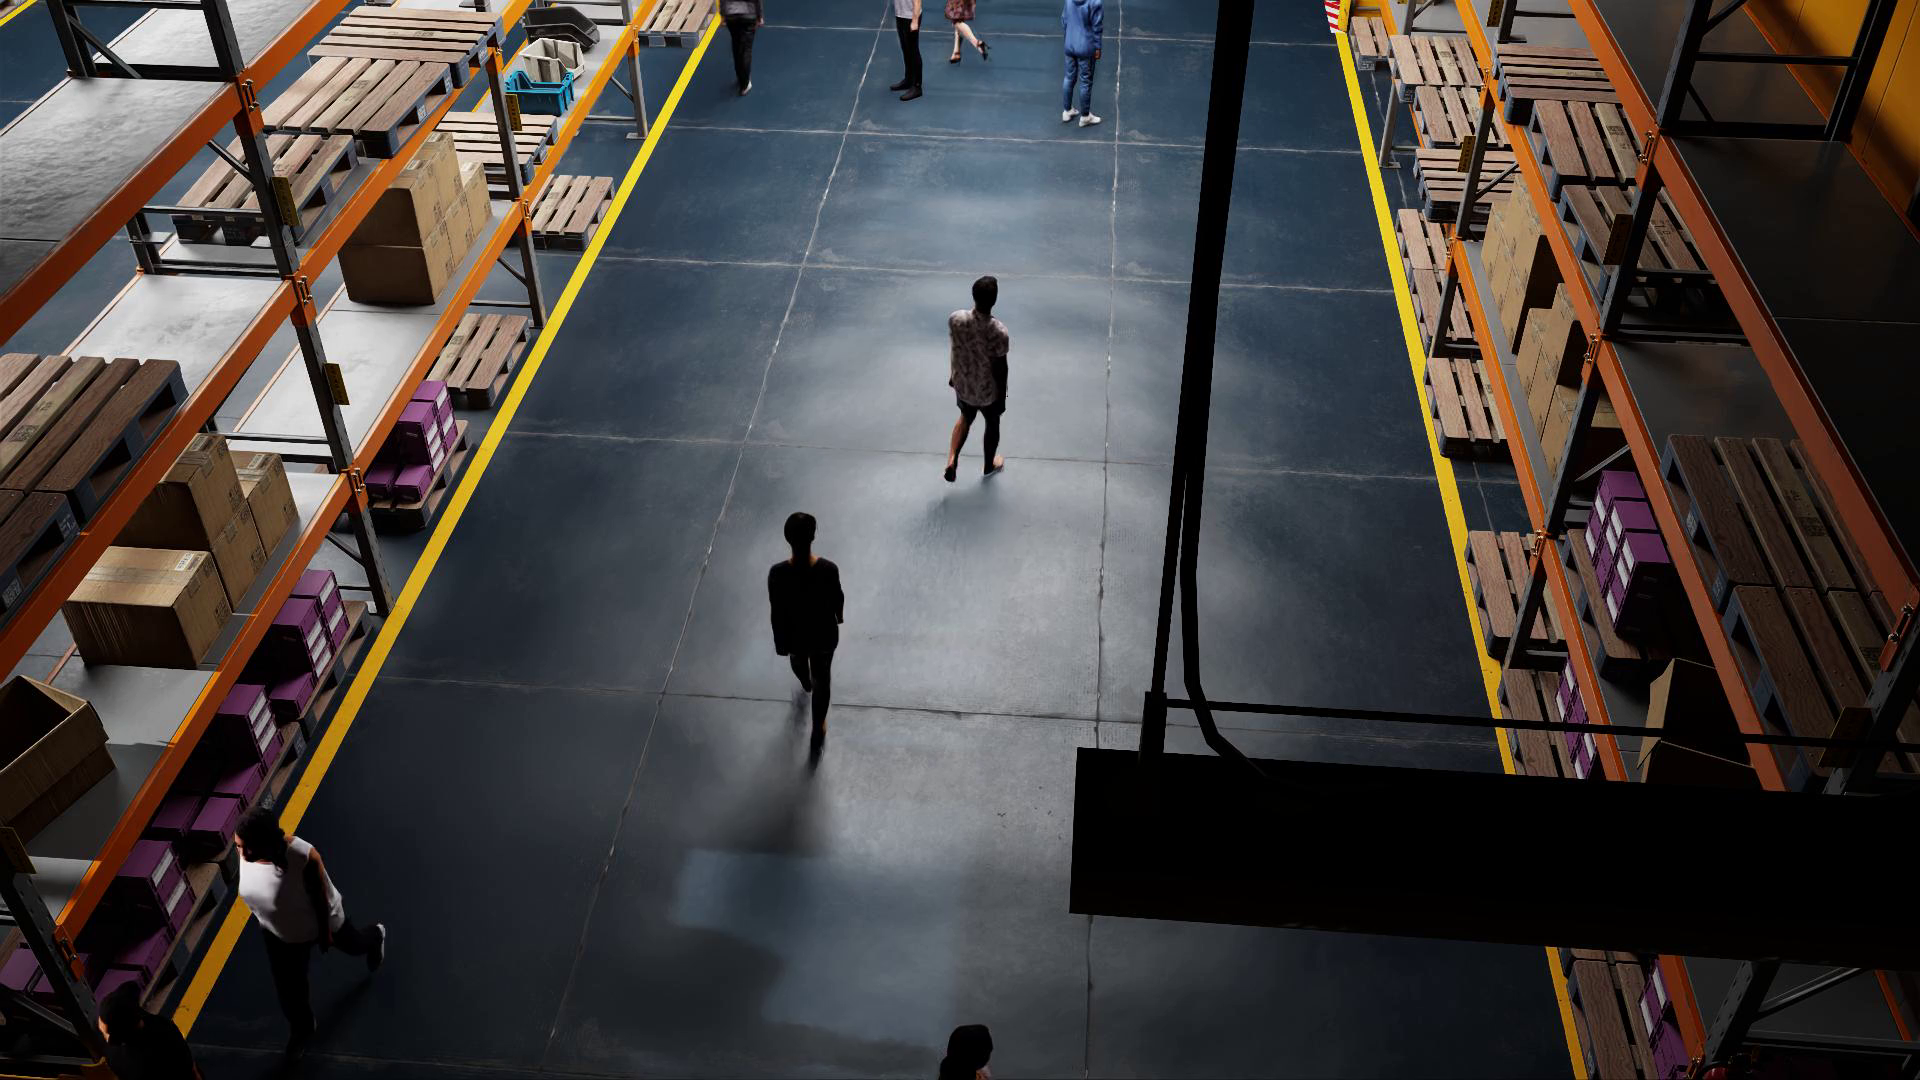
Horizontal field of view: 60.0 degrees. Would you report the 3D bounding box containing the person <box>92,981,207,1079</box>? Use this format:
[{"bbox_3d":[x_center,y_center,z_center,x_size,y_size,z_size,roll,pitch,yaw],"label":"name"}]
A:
[{"bbox_3d":[-3.834,2.639,8.131,0.767,1.734,0.906,14,41,16],"label":"person"}]

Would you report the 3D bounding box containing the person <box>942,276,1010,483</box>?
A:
[{"bbox_3d":[0.105,-1.191,12.878,0.879,1.796,1.009,19,42,22],"label":"person"}]

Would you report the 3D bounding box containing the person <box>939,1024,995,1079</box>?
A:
[{"bbox_3d":[-0.068,2.876,7.827,0.944,1.743,0.989,-16,41,-19],"label":"person"}]

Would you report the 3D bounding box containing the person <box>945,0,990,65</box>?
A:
[{"bbox_3d":[0.070,-6.293,19.296,0.997,1.759,1.046,-29,47,-31],"label":"person"}]

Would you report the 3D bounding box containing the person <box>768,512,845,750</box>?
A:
[{"bbox_3d":[-0.974,0.624,10.702,0.684,1.675,1.063,0,39,0],"label":"person"}]

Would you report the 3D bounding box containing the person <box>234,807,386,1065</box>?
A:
[{"bbox_3d":[-3.523,1.997,8.999,0.743,1.653,1.128,7,39,9],"label":"person"}]

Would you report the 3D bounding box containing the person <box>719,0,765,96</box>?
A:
[{"bbox_3d":[-2.498,-5.897,18.809,0.639,1.747,0.721,5,39,6],"label":"person"}]

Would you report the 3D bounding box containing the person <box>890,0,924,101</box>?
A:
[{"bbox_3d":[-0.568,-5.923,18.748,0.798,1.864,0.653,-13,40,-16],"label":"person"}]

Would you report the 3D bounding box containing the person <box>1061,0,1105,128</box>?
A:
[{"bbox_3d":[1.327,-5.440,18.188,0.753,1.808,0.780,30,48,32],"label":"person"}]
